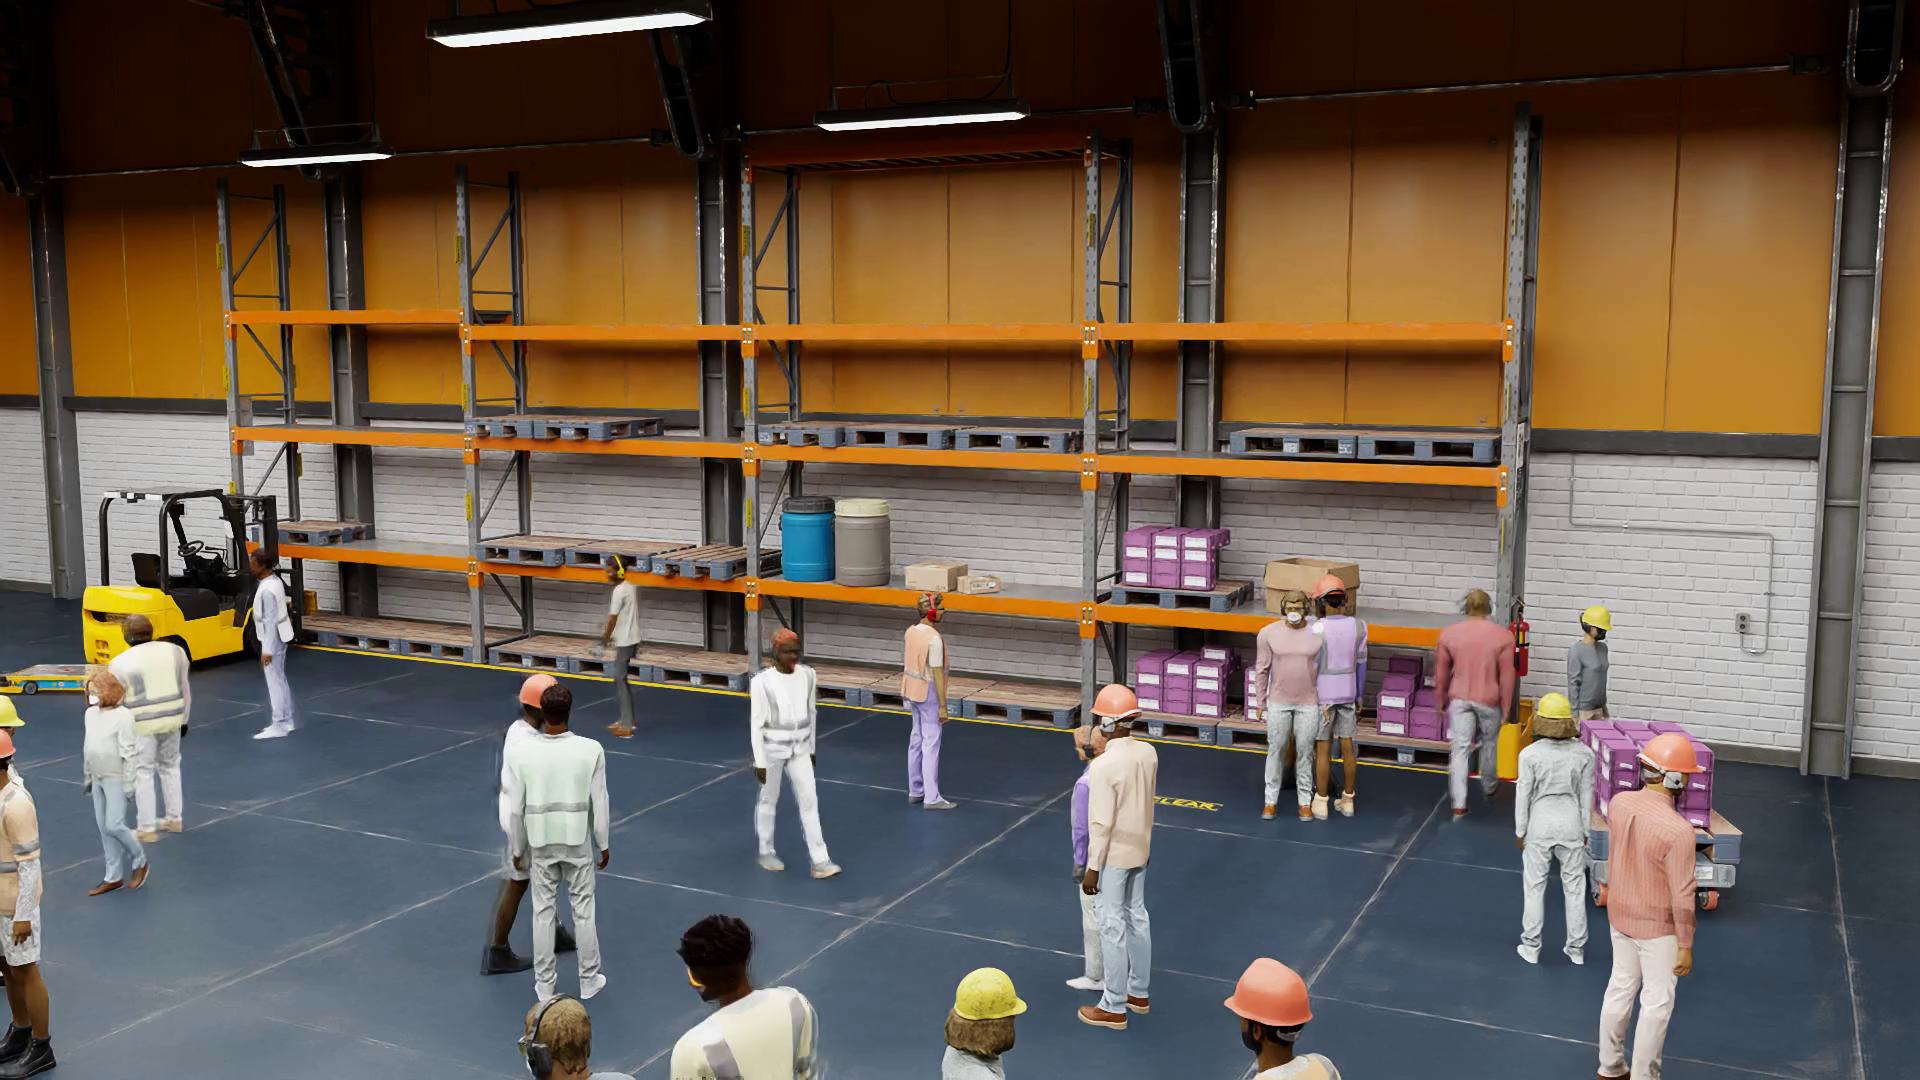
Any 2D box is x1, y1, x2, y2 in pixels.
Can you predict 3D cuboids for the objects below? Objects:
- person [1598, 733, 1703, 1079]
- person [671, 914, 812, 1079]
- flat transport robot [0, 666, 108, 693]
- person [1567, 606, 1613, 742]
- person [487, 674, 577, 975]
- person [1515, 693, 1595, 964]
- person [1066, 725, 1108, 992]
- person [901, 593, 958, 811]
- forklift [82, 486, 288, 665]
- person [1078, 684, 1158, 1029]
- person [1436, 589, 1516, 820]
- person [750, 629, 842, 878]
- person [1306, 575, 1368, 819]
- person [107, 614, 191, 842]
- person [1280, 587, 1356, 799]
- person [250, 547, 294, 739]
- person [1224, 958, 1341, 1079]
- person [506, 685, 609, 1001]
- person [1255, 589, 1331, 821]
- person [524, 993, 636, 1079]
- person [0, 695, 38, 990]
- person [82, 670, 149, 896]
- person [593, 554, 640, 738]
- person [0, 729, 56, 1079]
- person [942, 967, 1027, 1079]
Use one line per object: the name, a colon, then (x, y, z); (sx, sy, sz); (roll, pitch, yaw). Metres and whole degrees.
person: (3.570, 1.967, 8.566); (0.410, 1.980, 0.624); (-2, 7, -16)
person: (-0.896, 2.282, 6.173); (0.708, 1.922, 0.651); (6, 9, 40)
flat transport robot: (-10.049, 1.568, 18.852); (1.431, 0.197, 0.652); (0, 7, 0)
person: (5.291, 1.420, 13.984); (0.522, 1.762, 0.320); (-6, 9, -39)
person: (-2.646, 1.775, 10.504); (0.818, 1.887, 0.564); (-3, 7, -22)
person: (3.787, 1.838, 10.640); (0.488, 1.737, 0.320); (1, 7, 4)
person: (0.840, 1.939, 10.219); (0.316, 1.629, 0.510); (3, 8, 26)
person: (-0.286, 1.362, 14.091); (0.389, 1.847, 0.563); (-4, 8, -29)
forklift: (-9.426, 0.454, 20.179); (1.214, 2.155, 2.313); (3, 8, 26)
person: (0.911, 1.823, 9.676); (0.389, 1.992, 0.625); (5, 9, 37)
person: (4.351, 1.348, 14.018); (0.648, 1.889, 0.985); (3, 8, 24)
person: (-1.234, 1.589, 12.240); (0.607, 1.841, 0.931); (-5, 9, -36)
person: (3.078, 1.301, 13.838); (0.605, 2.033, 0.392); (-2, 7, -17)
person: (-6.417, 1.490, 13.156); (0.460, 1.826, 0.658); (5, 8, 35)
person: (3.165, 1.289, 14.472); (0.797, 1.893, 0.570); (2, 7, 20)
person: (-6.877, 1.022, 16.641); (0.387, 1.919, 0.592); (-2, 7, -18)
person: (1.034, 2.350, 5.561); (0.377, 1.938, 0.547); (7, 10, 44)
person: (-2.405, 1.821, 10.004); (0.587, 1.920, 0.391); (-1, 7, -7)
person: (2.756, 1.358, 13.754); (0.635, 1.937, 0.354); (1, 7, 9)
person: (-1.233, 2.389, 5.293); (0.372, 1.930, 0.636); (4, 8, 28)
person: (-5.912, 1.848, 10.205); (0.403, 1.820, 0.602); (-4, 8, -29)
person: (-6.083, 1.738, 11.913); (0.503, 1.629, 0.360); (4, 8, 28)
person: (-3.421, 1.050, 16.719); (0.409, 1.842, 0.538); (-1, 7, -5)
person: (-5.157, 1.941, 8.948); (0.551, 1.933, 0.376); (6, 9, 42)
person: (0.090, 2.391, 6.021); (0.295, 1.744, 0.489); (-2, 7, -18)
